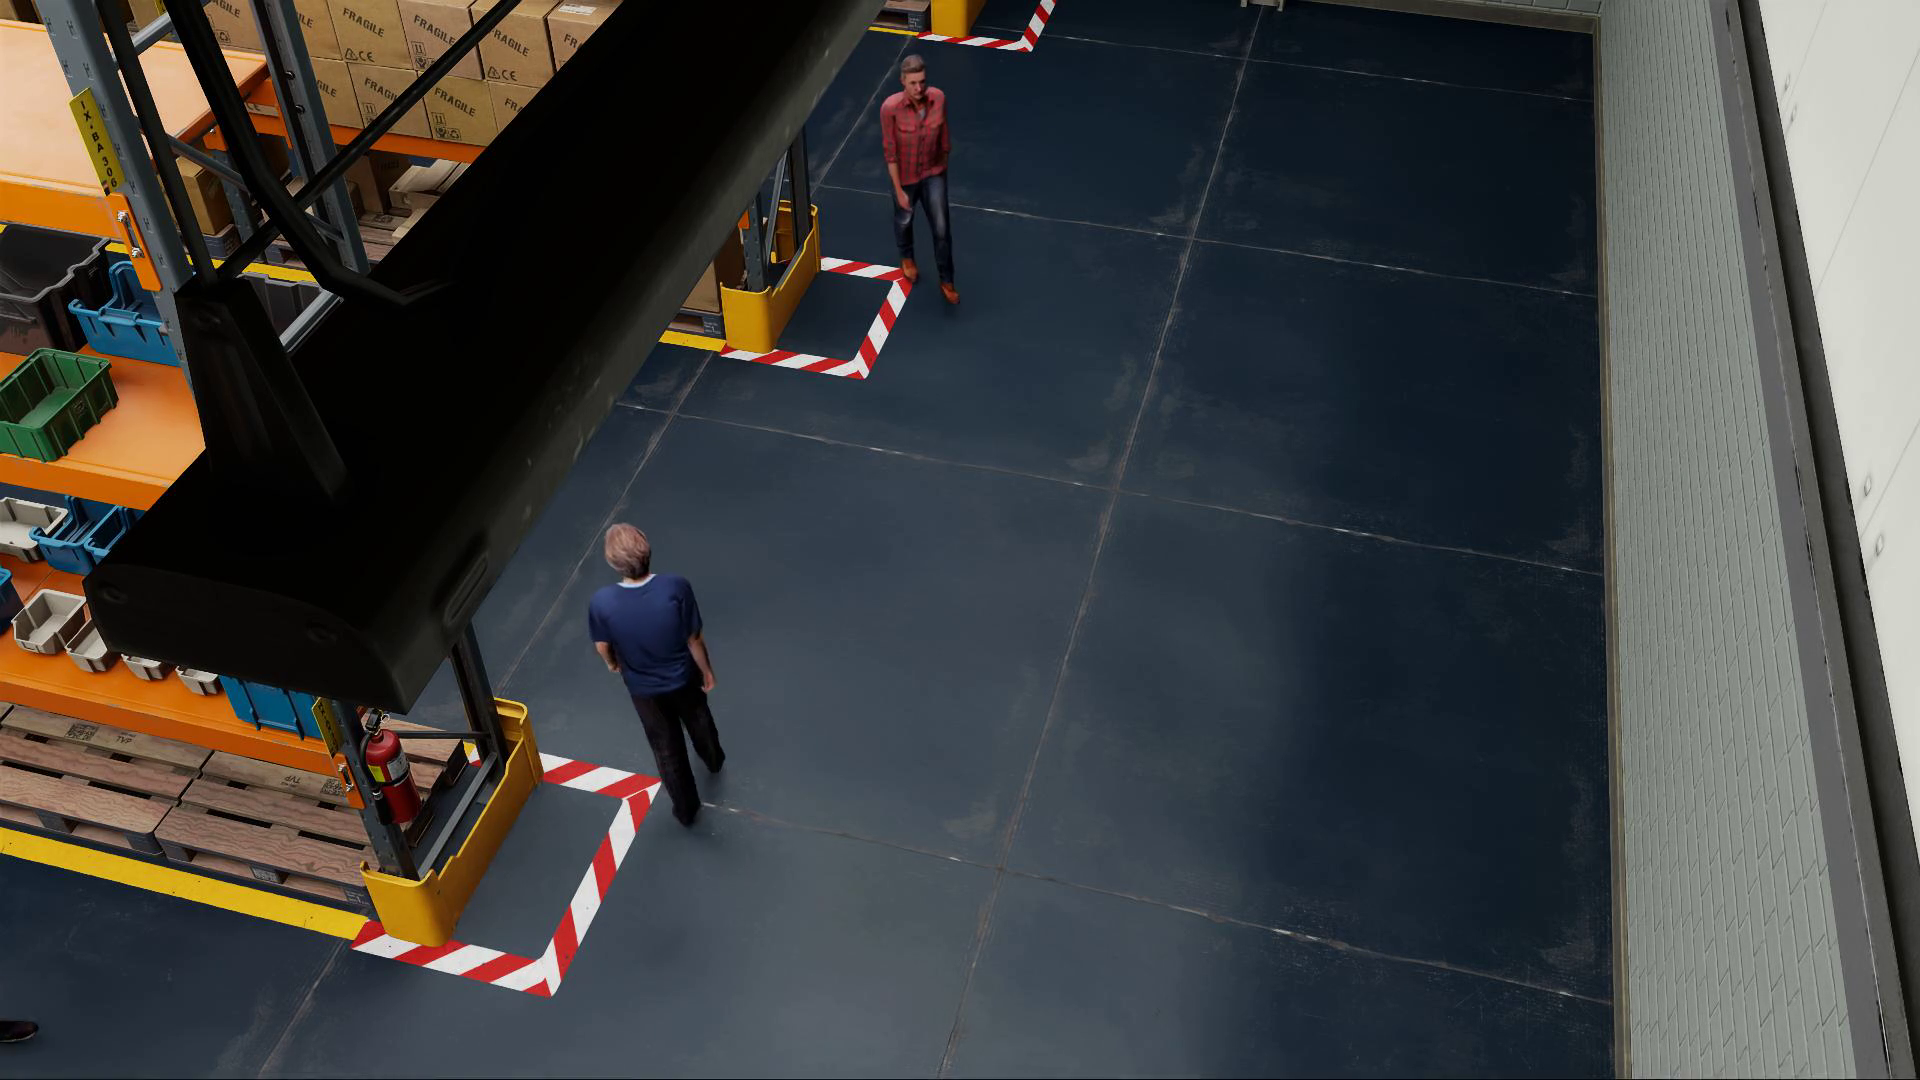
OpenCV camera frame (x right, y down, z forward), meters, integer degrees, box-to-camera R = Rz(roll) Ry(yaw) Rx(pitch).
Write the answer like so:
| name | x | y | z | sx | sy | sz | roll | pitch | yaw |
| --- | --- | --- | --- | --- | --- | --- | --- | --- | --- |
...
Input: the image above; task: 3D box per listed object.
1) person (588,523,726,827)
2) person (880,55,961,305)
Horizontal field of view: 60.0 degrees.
| name | x | y | z | sx | sy | sz | roll | pitch | yaw |
| --- | --- | --- | --- | --- | --- | --- | --- | --- | --- |
| person | -1.440 | 0.725 | 8.053 | 0.904 | 1.842 | 0.959 | -9 | 44 | -10 |
| person | -0.340 | -2.605 | 11.649 | 1.072 | 1.802 | 1.055 | -13 | 45 | -14 |
